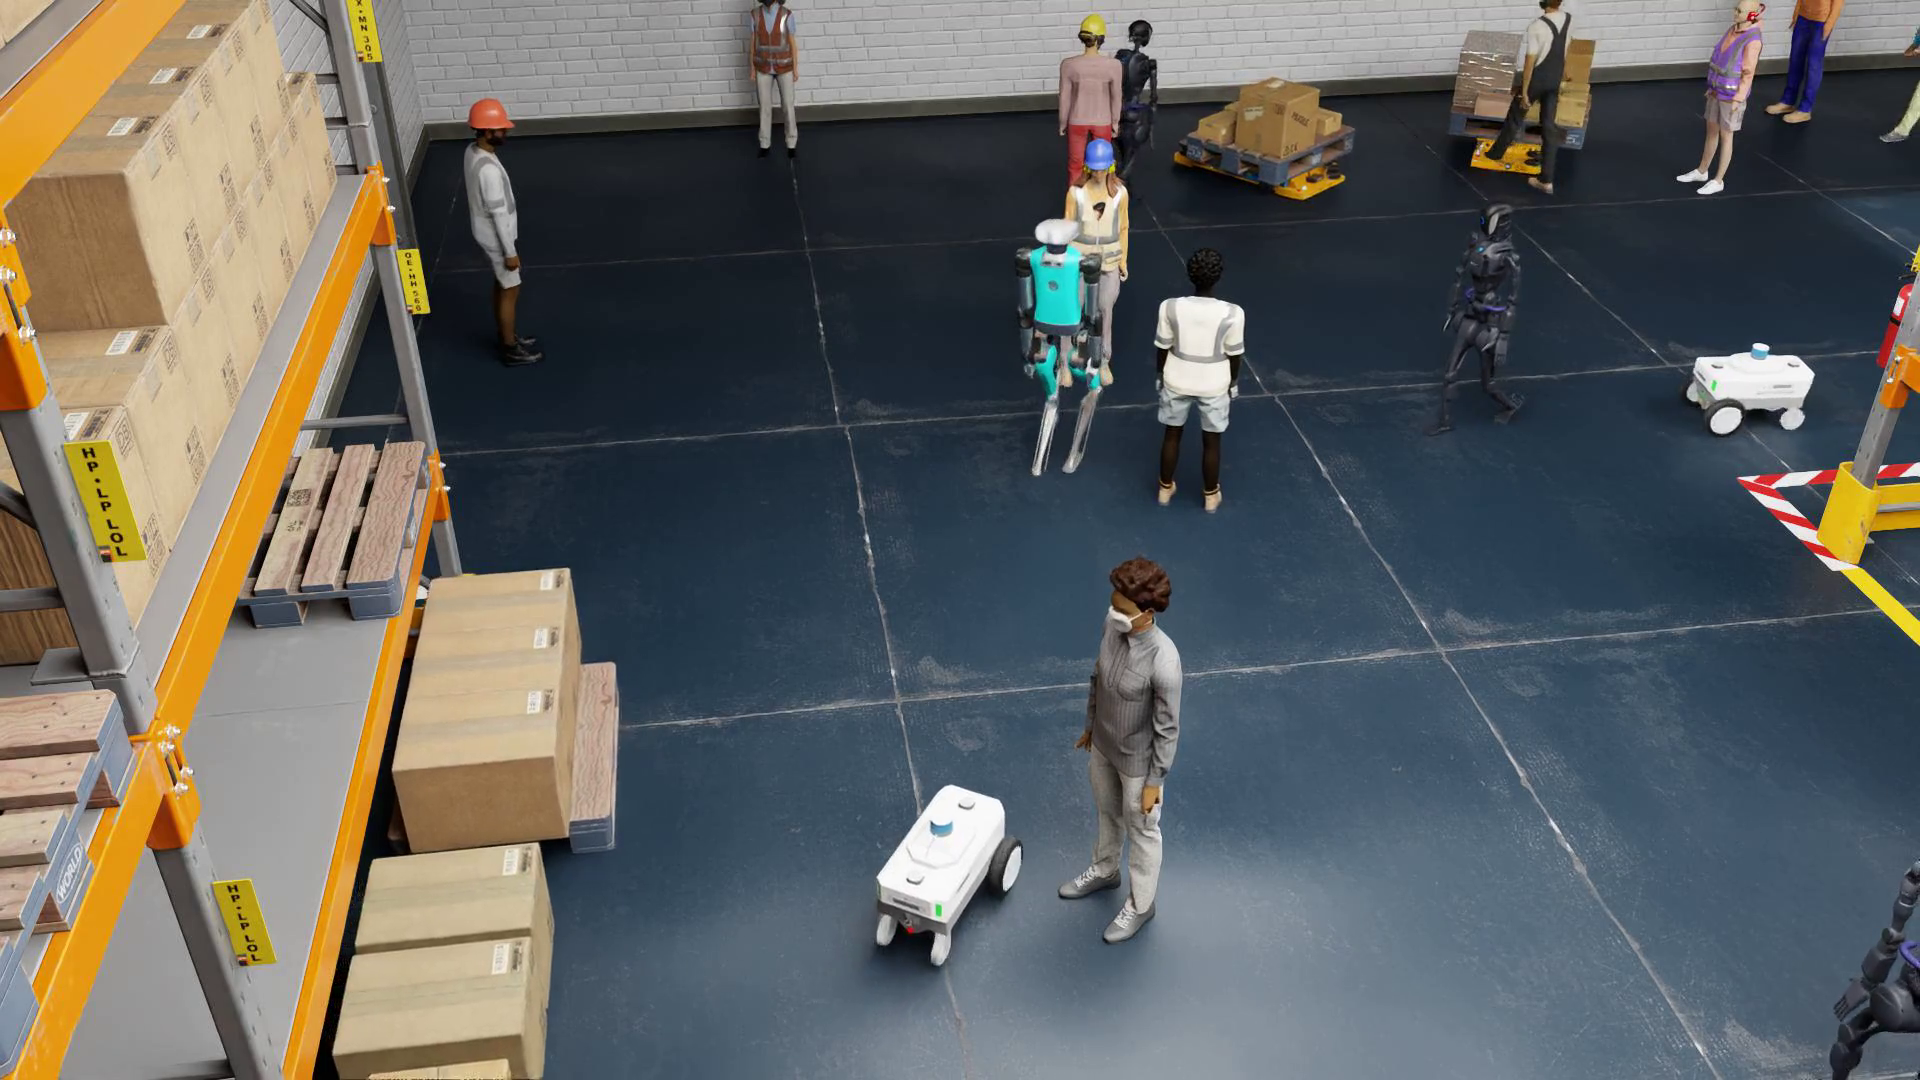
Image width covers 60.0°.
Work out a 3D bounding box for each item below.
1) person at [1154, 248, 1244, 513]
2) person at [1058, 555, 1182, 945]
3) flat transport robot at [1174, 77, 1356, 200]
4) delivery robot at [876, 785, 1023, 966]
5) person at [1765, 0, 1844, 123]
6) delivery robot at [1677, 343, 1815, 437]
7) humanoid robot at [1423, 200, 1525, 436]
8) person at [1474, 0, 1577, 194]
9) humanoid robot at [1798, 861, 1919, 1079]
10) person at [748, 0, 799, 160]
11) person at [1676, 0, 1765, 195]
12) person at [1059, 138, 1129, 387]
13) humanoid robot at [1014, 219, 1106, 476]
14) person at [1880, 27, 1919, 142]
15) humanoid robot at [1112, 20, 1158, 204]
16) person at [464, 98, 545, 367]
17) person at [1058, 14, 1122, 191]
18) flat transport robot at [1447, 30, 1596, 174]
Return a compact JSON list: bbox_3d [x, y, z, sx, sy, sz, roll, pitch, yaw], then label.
[{"bbox_3d":[1.420,-0.946,10.003,0.535,1.693,0.320,11,35,16],"label":"person"},{"bbox_3d":[0.715,0.873,7.025,0.395,1.898,0.528,-19,38,-27],"label":"person"},{"bbox_3d":[2.709,-3.420,15.094,1.431,0.231,0.659,28,42,36],"label":"flat transport robot"},{"bbox_3d":[-0.074,1.433,7.378,0.499,0.575,0.754,15,36,21],"label":"delivery robot"},{"bbox_3d":[8.232,-5.042,16.029,0.403,1.972,0.518,-11,35,-16],"label":"person"},{"bbox_3d":[5.283,-1.022,11.174,0.816,0.612,0.499,-1,33,-2],"label":"delivery robot"},{"bbox_3d":[3.447,-1.437,10.804,0.701,1.641,0.611,-14,36,-21],"label":"humanoid robot"},{"bbox_3d":[5.056,-4.025,14.624,0.507,1.797,0.912,-10,34,-14],"label":"person"},{"bbox_3d":[3.558,1.629,6.084,0.608,1.623,0.541,-5,33,-8],"label":"humanoid robot"},{"bbox_3d":[-1.694,-4.303,15.143,0.453,1.688,0.299,2,33,4],"label":"person"},{"bbox_3d":[6.674,-3.864,14.468,0.348,1.693,0.480,-5,33,-7],"label":"person"},{"bbox_3d":[0.919,-1.883,11.355,0.464,1.777,0.325,-2,33,-3],"label":"person"},{"bbox_3d":[0.661,-1.212,10.374,0.556,1.798,0.695,10,35,15],"label":"humanoid robot"},{"bbox_3d":[9.261,-4.619,15.610,0.886,1.708,0.567,-5,33,-7],"label":"person"},{"bbox_3d":[1.413,-3.550,14.040,0.733,1.627,0.590,-25,40,-32],"label":"humanoid robot"},{"bbox_3d":[-3.195,-2.132,11.609,0.388,1.927,0.545,-15,36,-22],"label":"person"},{"bbox_3d":[1.069,-3.453,13.777,0.524,1.764,0.326,3,33,5],"label":"person"},{"bbox_3d":[5.227,-3.789,15.658,0.659,0.231,1.431,12,35,17],"label":"flat transport robot"}]
